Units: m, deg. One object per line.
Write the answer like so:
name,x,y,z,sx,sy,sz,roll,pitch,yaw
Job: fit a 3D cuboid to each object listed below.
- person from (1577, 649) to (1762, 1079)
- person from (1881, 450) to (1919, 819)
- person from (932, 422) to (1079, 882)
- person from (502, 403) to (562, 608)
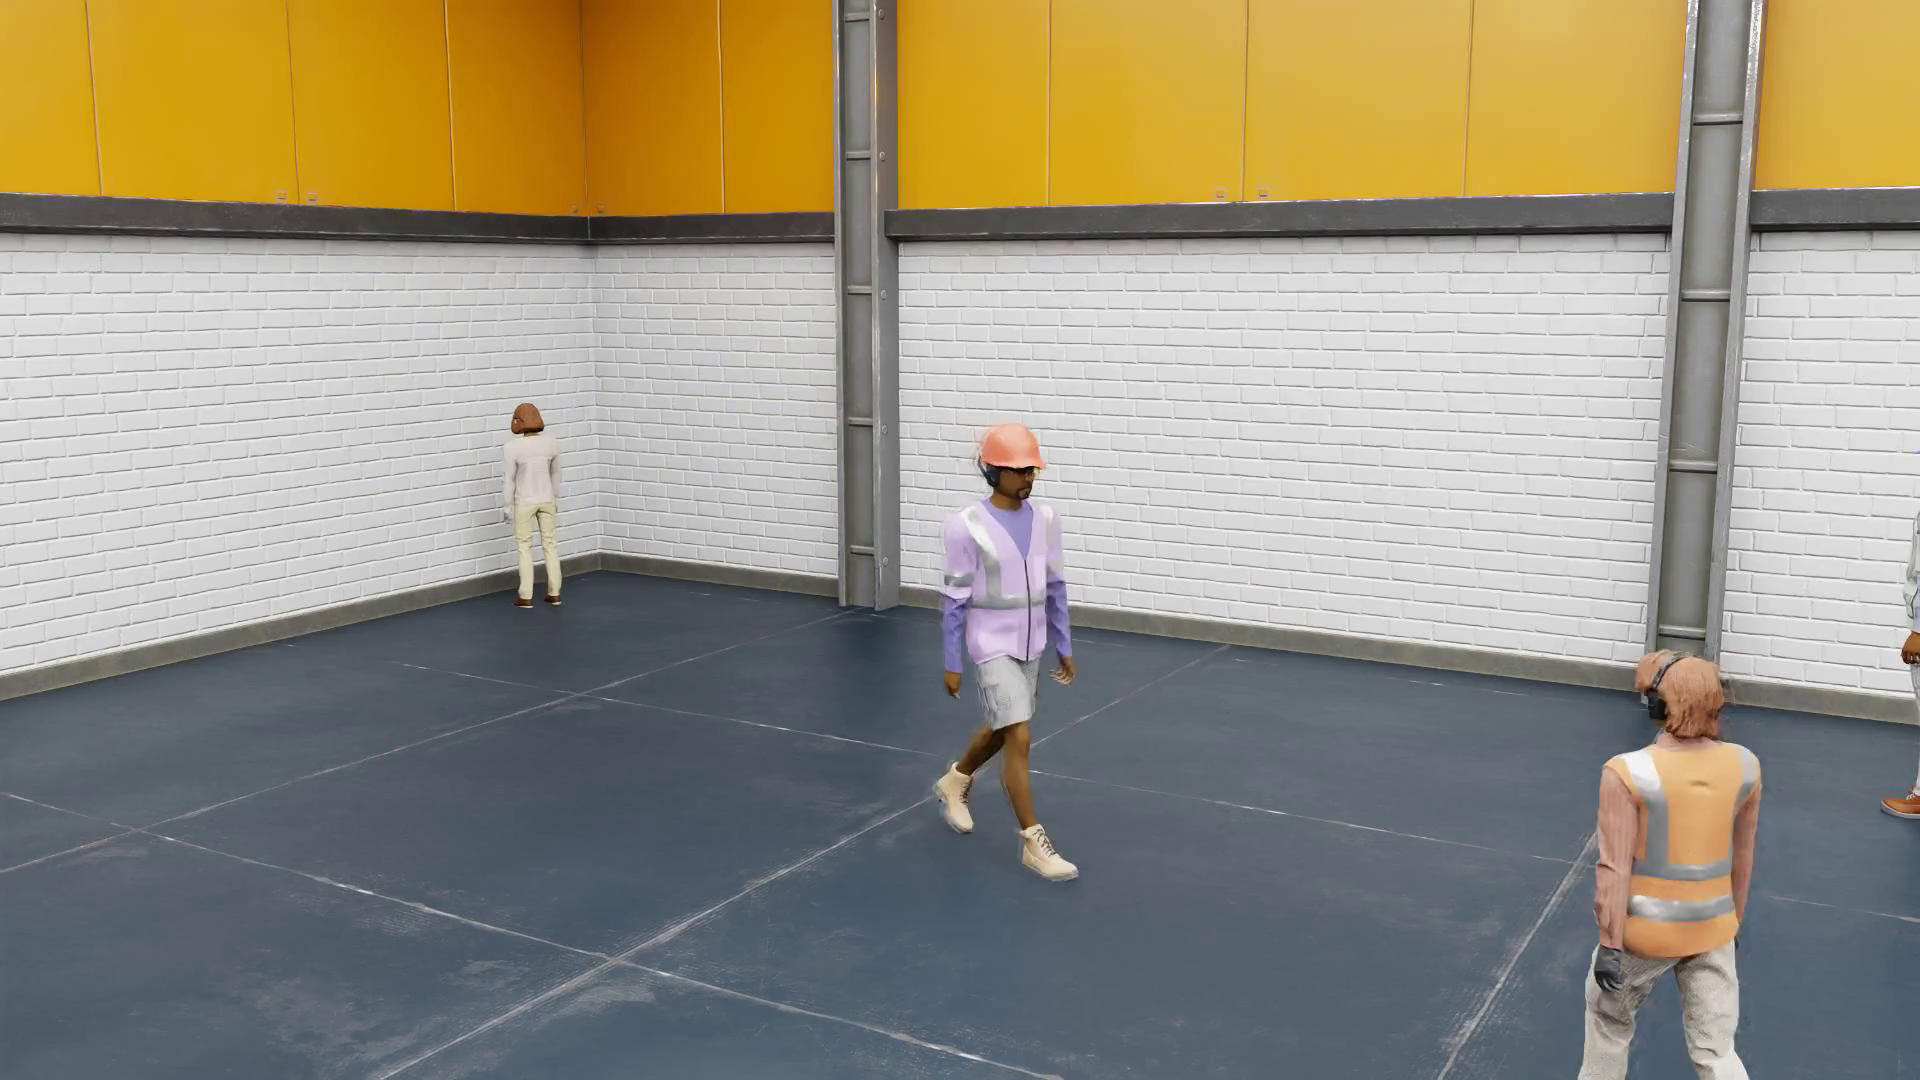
person,2.028,1.112,4.648,0.529,1.608,0.810,-2,9,-13
person,4.761,0.393,8.055,0.608,1.946,0.406,-6,11,-34
person,0.177,0.454,7.518,0.620,2.009,1.010,-7,12,-38
person,-3.396,-0.272,13.211,0.512,1.631,0.287,-8,12,-40
